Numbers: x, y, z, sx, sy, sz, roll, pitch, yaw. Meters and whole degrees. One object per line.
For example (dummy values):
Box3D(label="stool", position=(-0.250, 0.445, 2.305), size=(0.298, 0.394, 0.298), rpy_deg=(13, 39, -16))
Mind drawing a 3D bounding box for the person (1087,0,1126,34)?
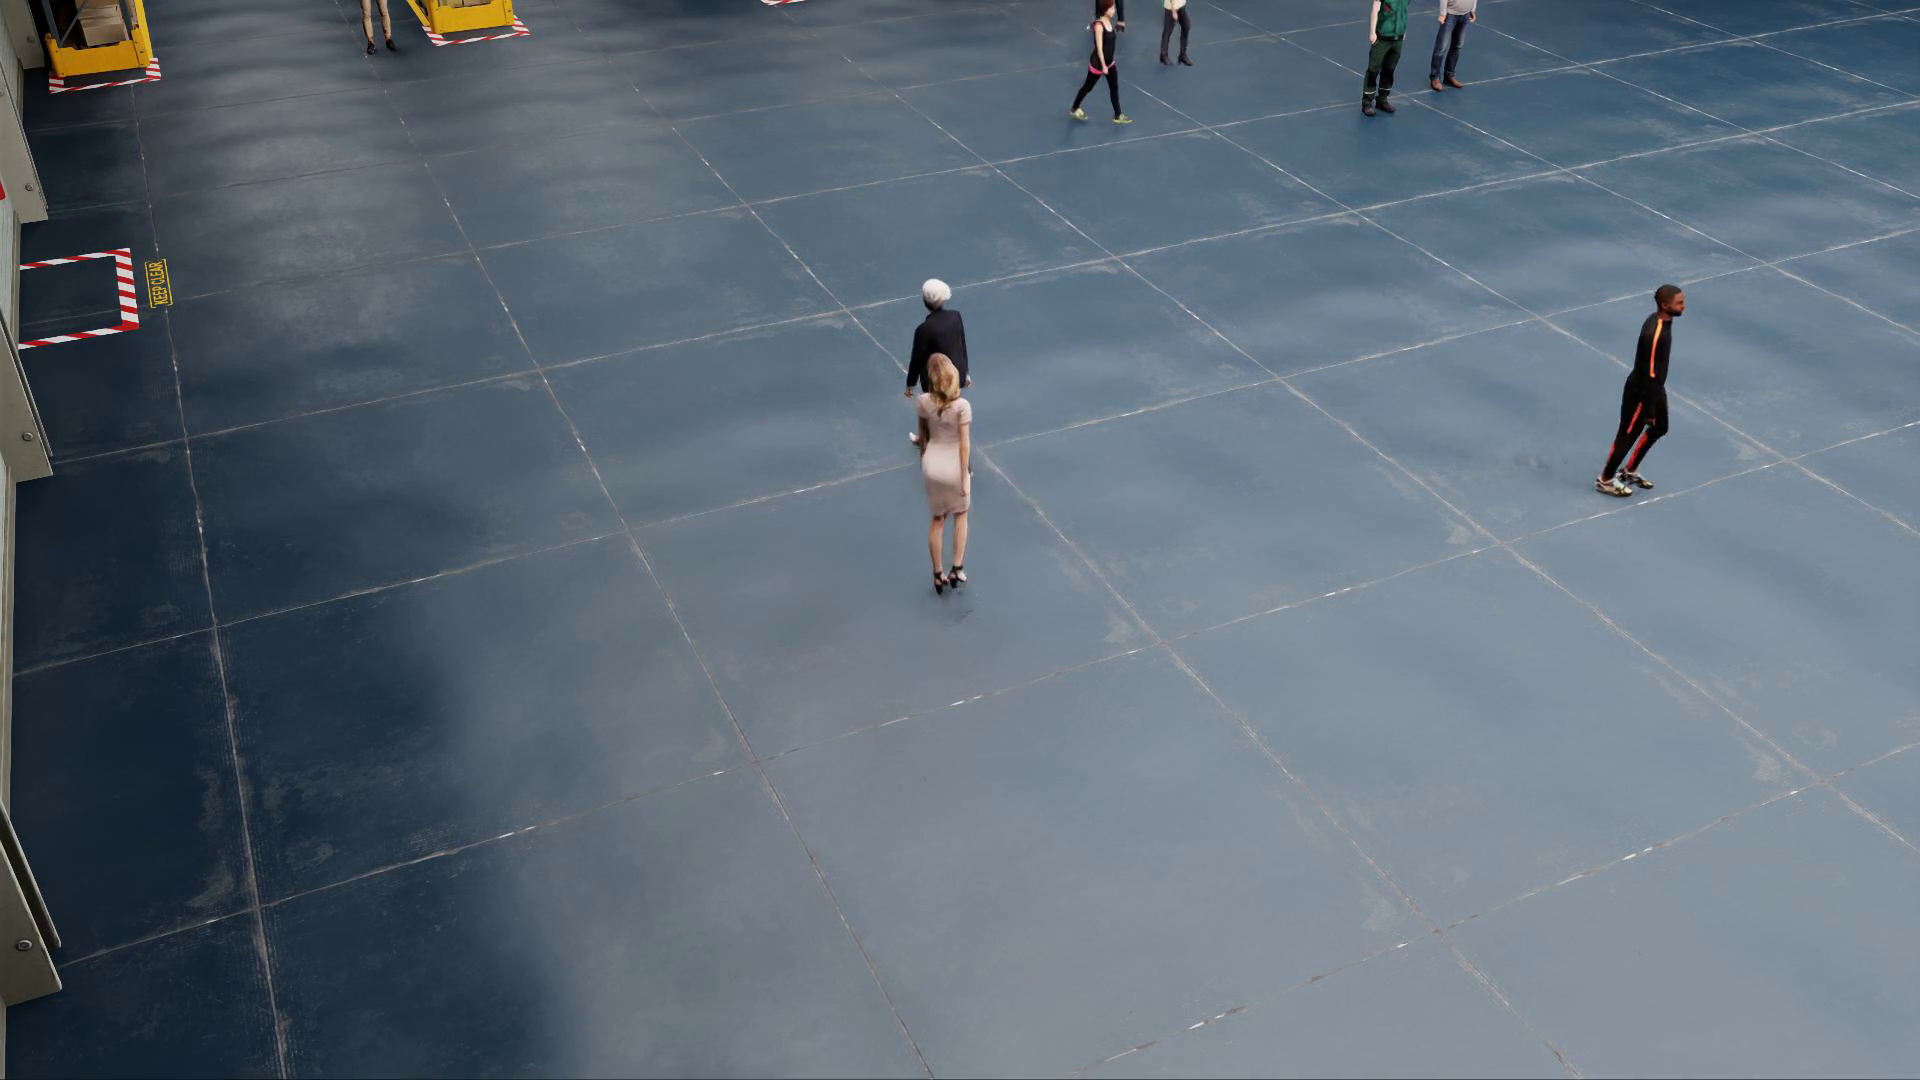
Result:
Box3D(label="person", position=(2.251, -8.021, 23.481), size=(0.785, 1.732, 0.778), rpy_deg=(-5, 33, -8))

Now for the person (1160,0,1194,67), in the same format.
Box3D(label="person", position=(2.814, -7.140, 22.275), size=(0.831, 1.570, 0.758), rpy_deg=(22, 39, 30))

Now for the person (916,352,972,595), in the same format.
Box3D(label="person", position=(-0.118, -0.407, 11.725), size=(0.755, 1.785, 0.814), rpy_deg=(18, 37, 25))

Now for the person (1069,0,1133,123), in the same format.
Box3D(label="person", position=(1.657, -5.849, 20.339), size=(1.092, 1.516, 0.916), rpy_deg=(17, 37, 25))

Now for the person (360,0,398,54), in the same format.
Box3D(label="person", position=(-8.090, -7.661, 22.811), size=(0.627, 1.858, 0.519), rpy_deg=(-13, 35, -19))

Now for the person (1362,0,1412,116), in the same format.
Box3D(label="person", position=(5.301, -6.257, 20.616), size=(0.661, 1.899, 0.560), rpy_deg=(-13, 35, -19))

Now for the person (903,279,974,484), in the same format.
Box3D(label="person", position=(-0.043, -1.215, 13.146), size=(0.974, 1.746, 1.174), rpy_deg=(-26, 41, -34))

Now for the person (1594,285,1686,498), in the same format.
Box3D(label="person", position=(5.204, -1.160, 12.875), size=(0.836, 1.792, 0.789), rpy_deg=(16, 36, 23))

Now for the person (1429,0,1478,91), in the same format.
Box3D(label="person", position=(6.395, -6.794, 21.441), size=(0.718, 1.900, 0.611), rpy_deg=(-13, 35, -19))
